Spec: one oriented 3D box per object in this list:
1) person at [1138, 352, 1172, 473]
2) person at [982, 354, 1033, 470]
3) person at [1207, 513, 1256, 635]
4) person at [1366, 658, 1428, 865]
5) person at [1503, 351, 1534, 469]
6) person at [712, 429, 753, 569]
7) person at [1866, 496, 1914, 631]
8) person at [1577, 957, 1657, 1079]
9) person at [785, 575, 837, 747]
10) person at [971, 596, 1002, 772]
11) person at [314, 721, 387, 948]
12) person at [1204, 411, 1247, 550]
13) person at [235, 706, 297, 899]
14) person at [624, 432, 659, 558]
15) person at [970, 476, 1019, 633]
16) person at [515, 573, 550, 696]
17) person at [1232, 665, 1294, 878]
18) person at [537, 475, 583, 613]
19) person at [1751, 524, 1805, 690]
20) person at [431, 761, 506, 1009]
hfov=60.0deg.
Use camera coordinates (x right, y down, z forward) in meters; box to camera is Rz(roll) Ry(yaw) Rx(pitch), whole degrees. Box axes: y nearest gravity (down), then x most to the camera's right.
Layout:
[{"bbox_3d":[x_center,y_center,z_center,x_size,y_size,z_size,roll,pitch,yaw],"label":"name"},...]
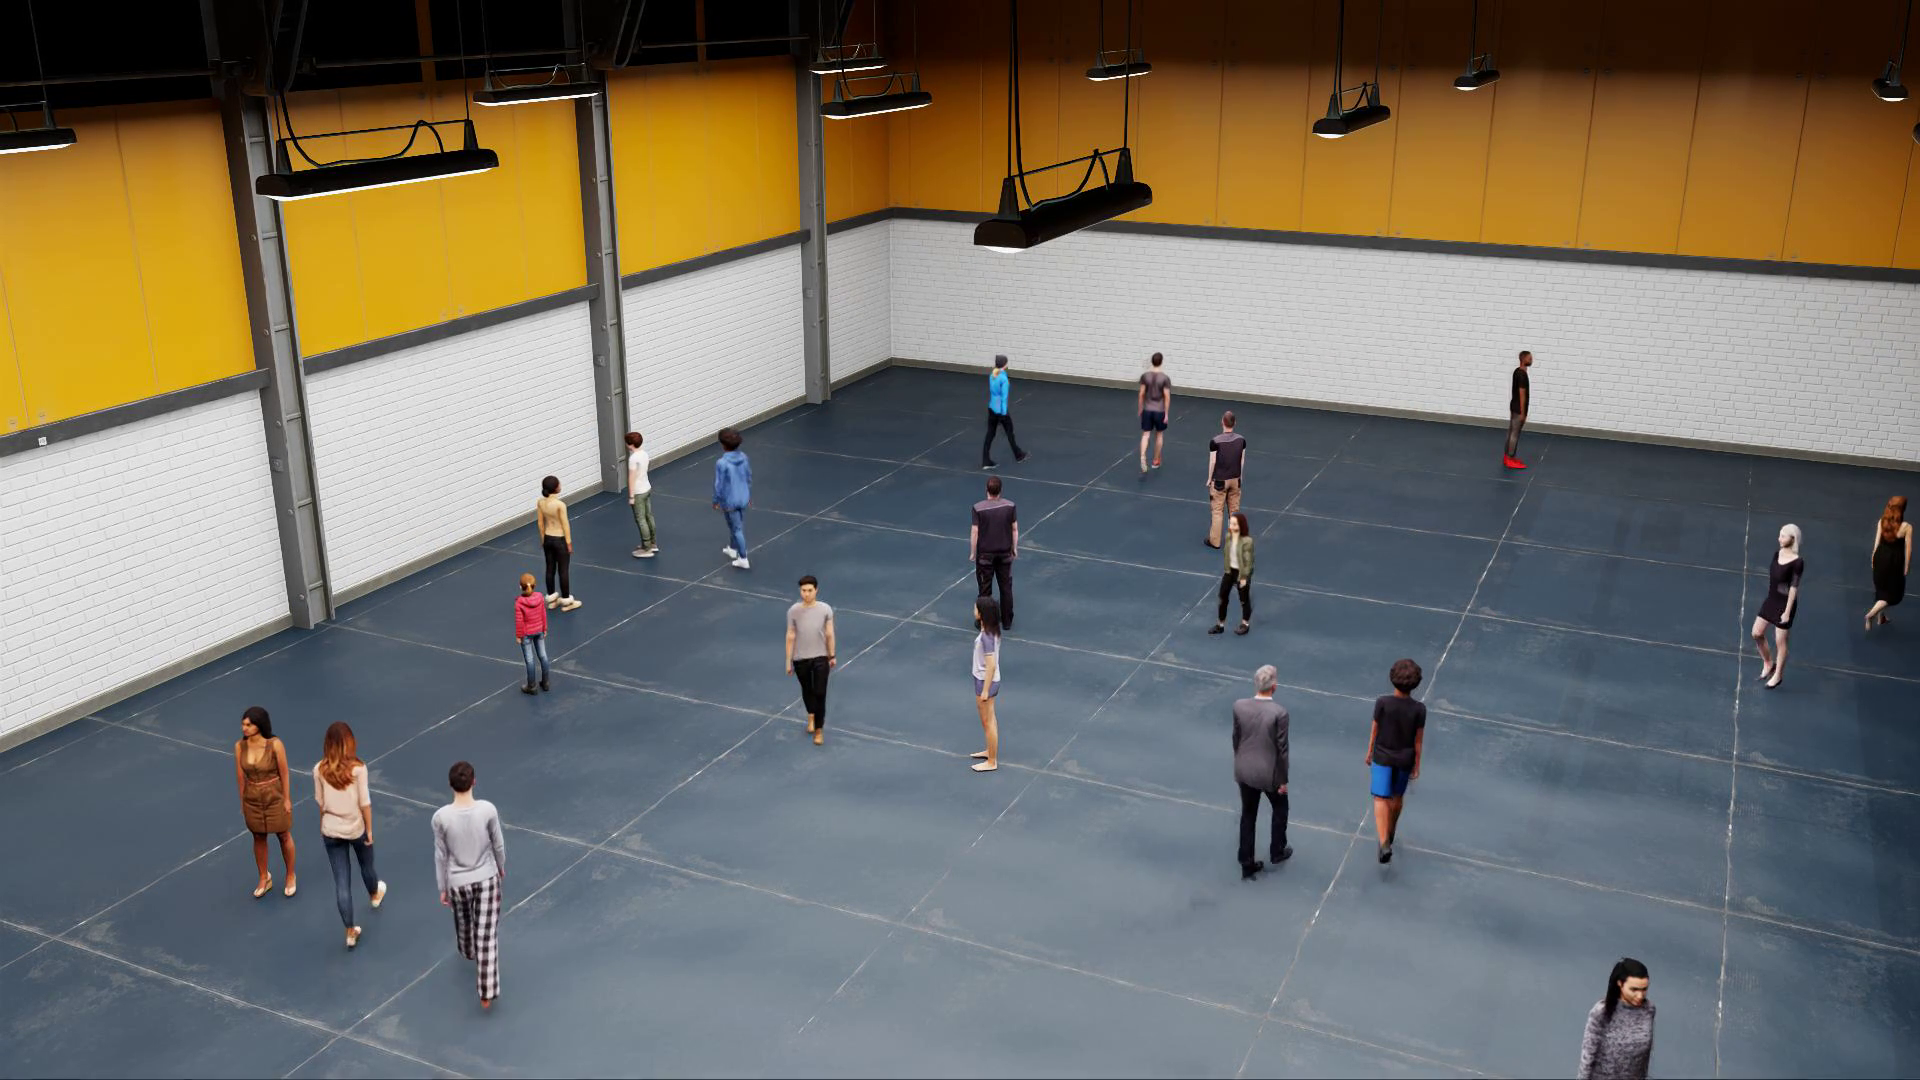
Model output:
[{"bbox_3d":[2.922,-1.909,25.258,0.720,1.828,1.081,6,20,18],"label":"person"},{"bbox_3d":[0.513,-1.937,25.439,1.176,1.767,1.022,-10,21,-28],"label":"person"},{"bbox_3d":[3.232,0.387,19.022,0.866,1.457,0.758,-17,25,-41],"label":"person"},{"bbox_3d":[3.666,1.887,14.069,0.805,1.776,1.161,3,19,9],"label":"person"},{"bbox_3d":[8.604,-2.029,25.651,0.762,1.805,0.583,2,19,7],"label":"person"},{"bbox_3d":[-2.812,-0.505,21.157,0.927,1.784,0.956,16,25,40],"label":"person"},{"bbox_3d":[10.618,0.287,19.083,1.001,1.607,0.855,-12,22,-32],"label":"person"},{"bbox_3d":[3.939,3.272,10.023,0.696,1.732,0.718,-3,19,-10],"label":"person"},{"bbox_3d":[-1.460,1.132,16.441,0.876,1.692,1.108,1,19,2],"label":"person"},{"bbox_3d":[0.252,1.340,15.760,0.714,1.733,0.576,0,19,1],"label":"person"},{"bbox_3d":[-4.769,2.309,12.859,0.951,1.748,1.131,-2,19,-7],"label":"person"},{"bbox_3d":[3.514,-0.806,21.960,0.766,1.842,0.821,-6,20,-18],"label":"person"},{"bbox_3d":[-5.634,2.117,13.525,0.628,1.686,0.633,0,19,0],"label":"person"},{"bbox_3d":[-4.161,-0.610,21.681,0.664,1.650,0.549,4,19,11],"label":"person"},{"bbox_3d":[0.395,0.152,19.111,0.796,1.846,0.811,-3,19,-10],"label":"person"},{"bbox_3d":[-4.494,0.976,17.491,0.536,1.318,0.637,-17,25,-41],"label":"person"},{"bbox_3d":[2.453,1.955,13.809,0.804,1.812,0.907,13,23,35],"label":"person"},{"bbox_3d":[-4.807,0.025,19.781,0.587,1.660,0.538,9,21,25],"label":"person"},{"bbox_3d":[8.713,0.707,17.505,0.787,1.819,0.727,-7,20,-20],"label":"person"},{"bbox_3d":[-3.534,2.538,12.093,1.105,1.803,1.219,-5,19,-14],"label":"person"}]
